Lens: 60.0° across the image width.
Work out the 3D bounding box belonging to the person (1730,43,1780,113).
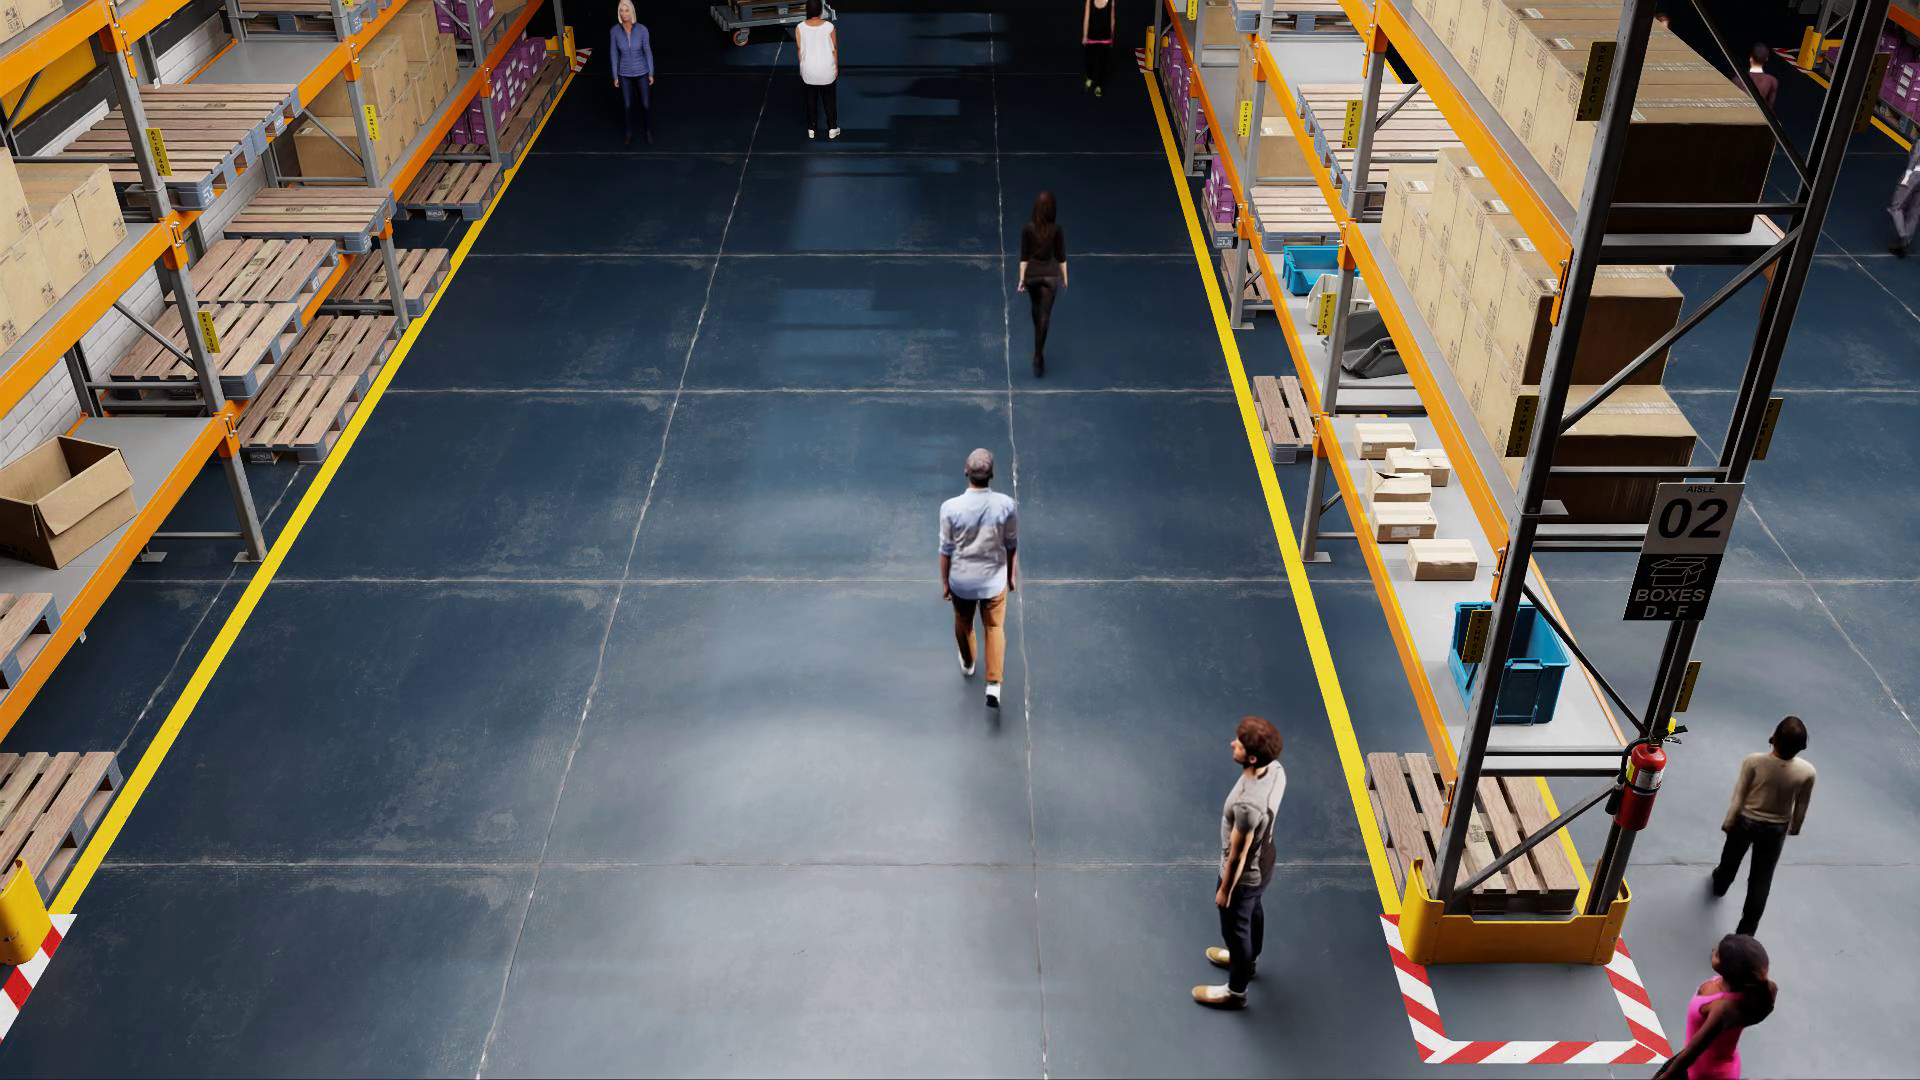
[{"bbox_3d":[8.468,-4.392,17.982,0.759,1.851,0.715,6,34,8],"label":"person"}]

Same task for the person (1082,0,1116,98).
[{"bbox_3d":[1.788,-6.532,21.481,0.553,1.542,0.569,0,34,0],"label":"person"}]

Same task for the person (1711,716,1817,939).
[{"bbox_3d":[4.472,1.640,9.272,0.782,1.448,1.061,12,35,17],"label":"person"}]

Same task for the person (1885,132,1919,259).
[{"bbox_3d":[9.887,-3.693,17.010,0.668,1.763,0.661,-9,35,-14],"label":"person"}]

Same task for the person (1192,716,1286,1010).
[{"bbox_3d":[1.515,1.702,8.776,0.765,1.893,0.626,14,36,19],"label":"person"}]

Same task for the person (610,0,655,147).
[{"bbox_3d":[-3.909,-5.597,19.892,0.675,1.743,0.566,-4,34,-6],"label":"person"}]

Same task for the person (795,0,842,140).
[{"bbox_3d":[-1.716,-5.723,20.133,0.679,1.687,0.644,4,34,7],"label":"person"}]

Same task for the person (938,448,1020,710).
[{"bbox_3d":[0.124,0.291,10.982,0.713,1.800,1.067,-1,34,-2],"label":"person"}]

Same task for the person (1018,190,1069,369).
[{"bbox_3d":[0.738,-2.324,15.103,0.772,1.594,1.156,8,35,12],"label":"person"}]

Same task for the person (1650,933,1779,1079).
[{"bbox_3d":[3.548,2.531,7.701,0.883,1.702,0.857,21,39,29],"label":"person"}]
